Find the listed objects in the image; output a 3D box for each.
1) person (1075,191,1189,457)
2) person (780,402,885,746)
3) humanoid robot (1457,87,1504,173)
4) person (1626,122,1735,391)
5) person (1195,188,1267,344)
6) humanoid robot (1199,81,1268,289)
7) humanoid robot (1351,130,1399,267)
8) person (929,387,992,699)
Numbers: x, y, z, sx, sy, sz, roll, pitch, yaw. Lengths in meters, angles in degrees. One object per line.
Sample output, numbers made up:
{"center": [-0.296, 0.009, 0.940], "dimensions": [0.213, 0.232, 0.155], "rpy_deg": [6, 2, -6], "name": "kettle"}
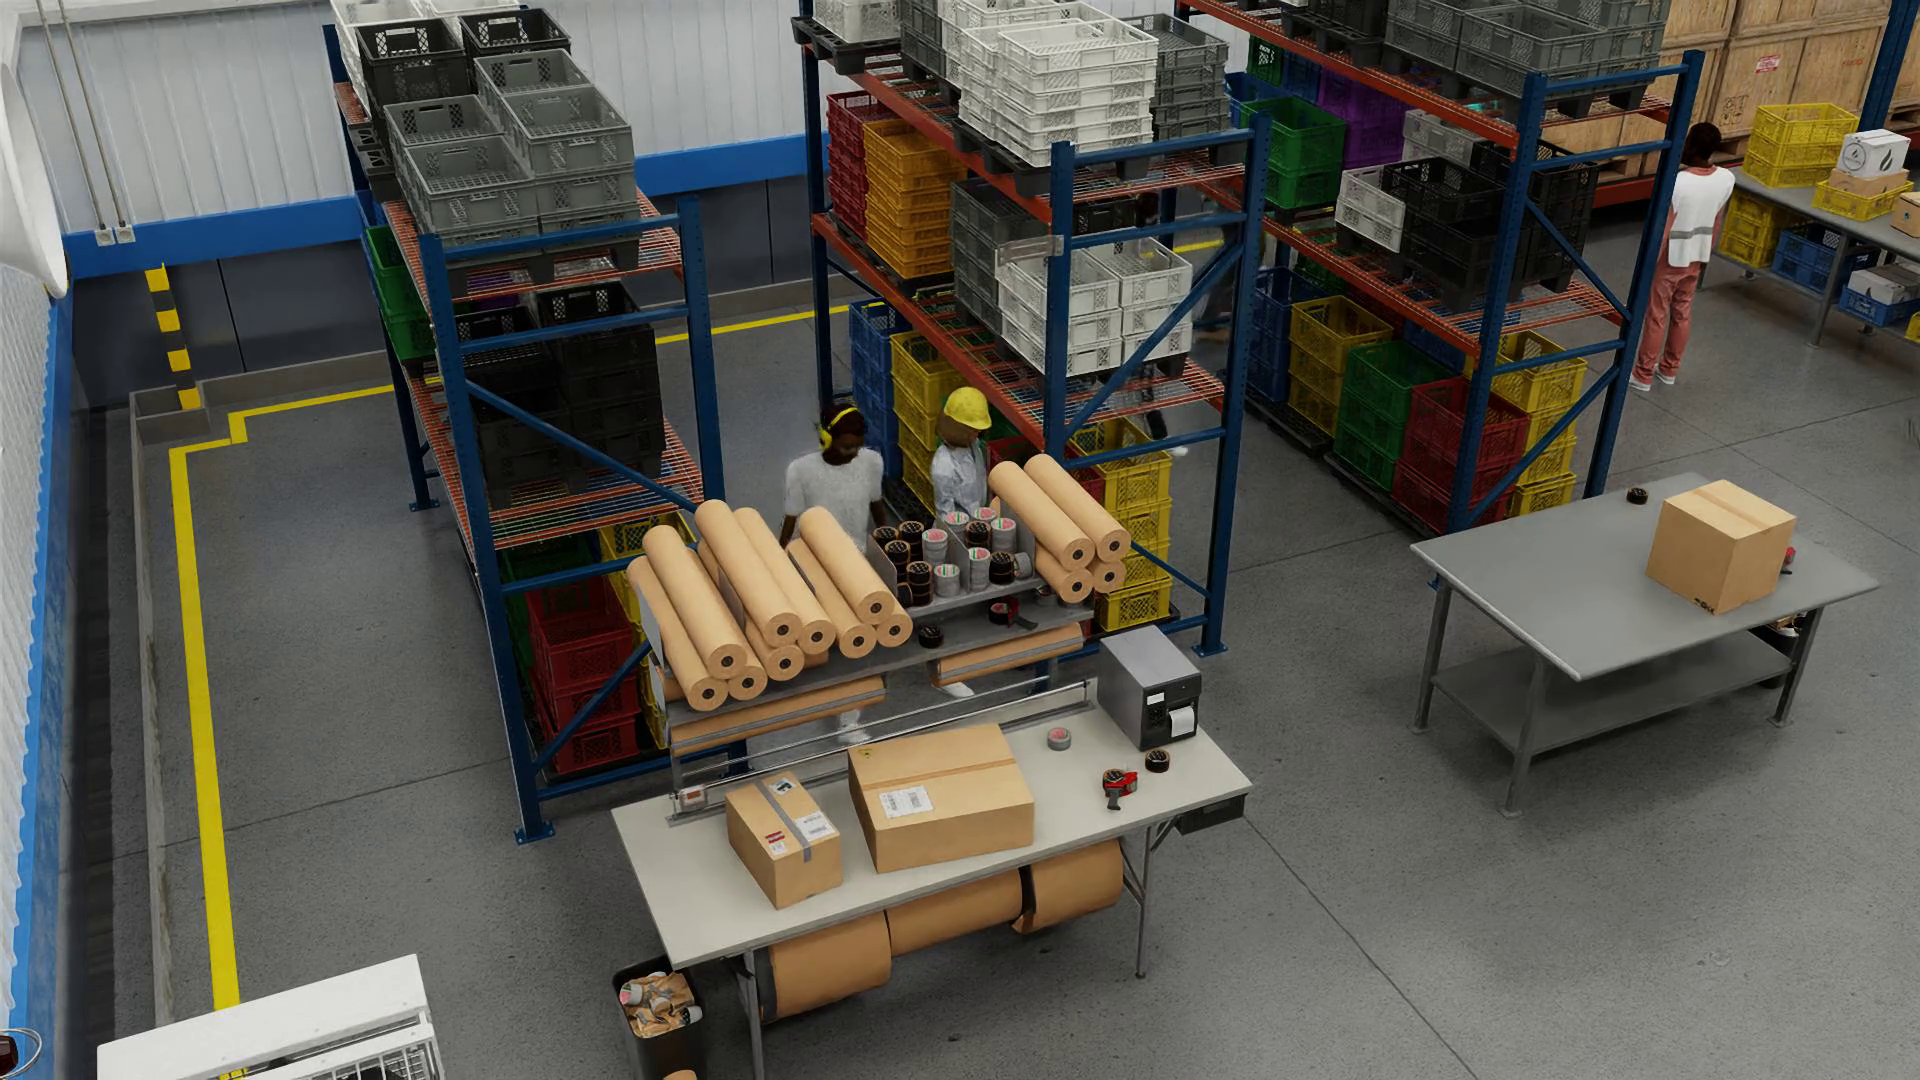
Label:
{"center": [1.071, -1.428, 10.825], "dimensions": [0.970, 1.812, 0.518], "rpy_deg": [25, 40, 35], "name": "person"}
{"center": [-0.630, 0.148, 8.258], "dimensions": [0.599, 1.805, 0.955], "rpy_deg": [-5, 32, -8], "name": "person"}
{"center": [4.146, -2.661, 12.909], "dimensions": [0.534, 1.792, 0.747], "rpy_deg": [-27, 40, -36], "name": "humanoid robot"}
{"center": [4.994, -1.954, 11.571], "dimensions": [0.594, 1.918, 0.387], "rpy_deg": [-13, 34, -20], "name": "person"}
{"center": [2.037, -2.323, 12.285], "dimensions": [0.591, 1.801, 0.533], "rpy_deg": [-5, 32, -8], "name": "person"}
{"center": [2.276, -2.830, 13.241], "dimensions": [0.775, 1.867, 0.531], "rpy_deg": [-26, 40, -35], "name": "humanoid robot"}
{"center": [3.135, -2.441, 12.606], "dimensions": [0.591, 1.631, 0.453], "rpy_deg": [-14, 34, -21], "name": "humanoid robot"}
{"center": [0.014, 0.003, 8.565], "dimensions": [0.308, 1.736, 0.483], "rpy_deg": [10, 33, 16], "name": "person"}
